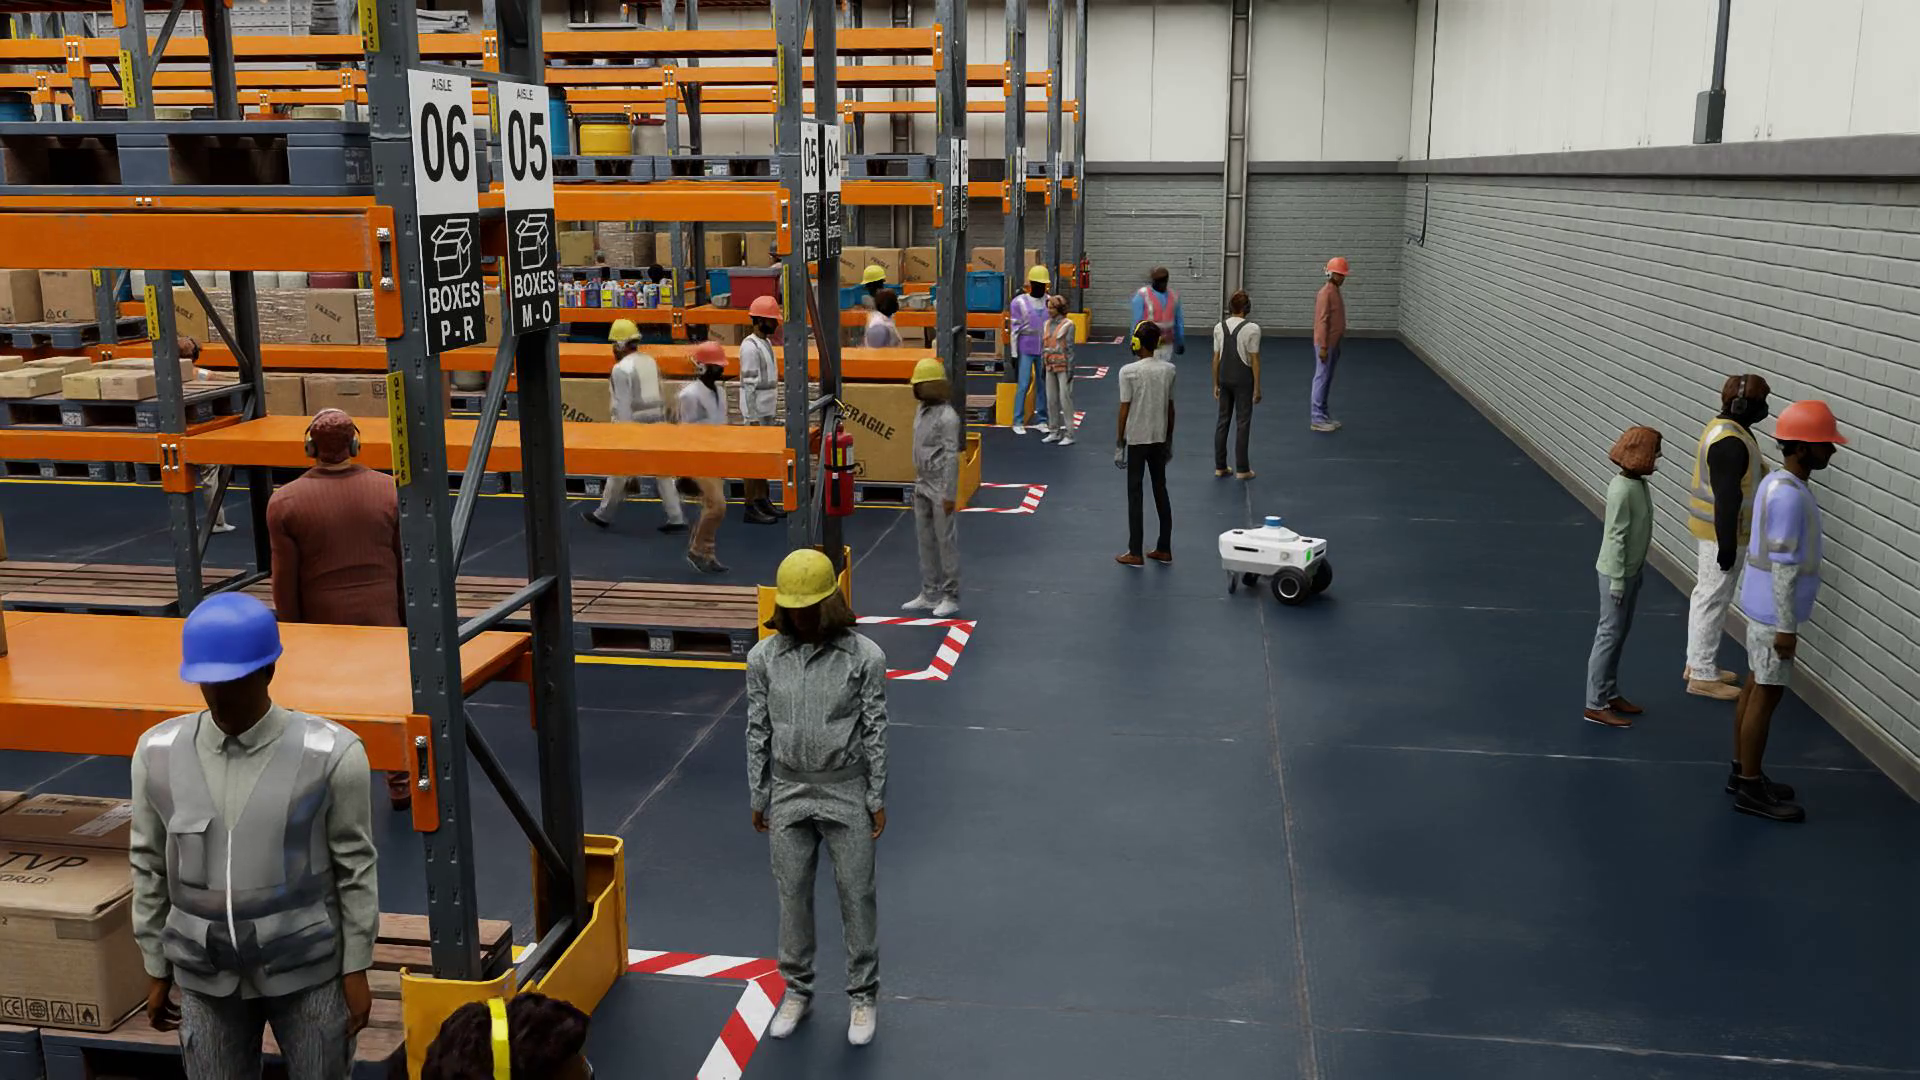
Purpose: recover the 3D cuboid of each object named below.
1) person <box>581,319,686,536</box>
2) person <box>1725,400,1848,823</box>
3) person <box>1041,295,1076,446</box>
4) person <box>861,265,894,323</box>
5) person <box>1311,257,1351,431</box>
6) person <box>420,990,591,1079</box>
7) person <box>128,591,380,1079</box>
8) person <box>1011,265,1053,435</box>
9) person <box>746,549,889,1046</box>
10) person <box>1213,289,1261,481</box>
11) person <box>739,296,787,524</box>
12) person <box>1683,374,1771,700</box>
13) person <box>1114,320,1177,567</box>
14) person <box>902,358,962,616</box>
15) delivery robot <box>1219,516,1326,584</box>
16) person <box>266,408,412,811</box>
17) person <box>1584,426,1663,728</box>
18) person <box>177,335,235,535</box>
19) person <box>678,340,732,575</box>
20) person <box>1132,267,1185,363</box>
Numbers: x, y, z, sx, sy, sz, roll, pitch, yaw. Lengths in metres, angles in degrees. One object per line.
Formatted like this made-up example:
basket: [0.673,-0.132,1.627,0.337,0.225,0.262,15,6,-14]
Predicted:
person: [-2.674,-0.911,13.591,0.966,1.776,0.610,6,14,25]
person: [3.802,0.316,7.675,0.363,1.939,0.542,5,13,20]
person: [1.082,-1.855,18.184,0.313,1.627,0.527,-9,15,-36]
person: [-0.924,-2.138,18.807,0.380,1.917,0.586,-3,13,-13]
person: [4.275,-2.259,19.191,0.401,1.986,0.612,6,14,26]
person: [-0.669,1.529,2.464,0.964,1.826,0.550,-5,13,-21]
person: [-1.786,1.071,4.250,0.605,1.948,0.384,-1,13,-4]
person: [0.860,-2.153,18.885,0.595,1.917,0.397,-5,13,-22]
person: [-0.488,0.872,5.644,0.489,1.731,0.320,1,13,7]
person: [2.677,-1.495,16.089,0.504,1.839,0.348,10,16,39]
person: [-1.661,-1.099,14.094,0.387,1.929,0.543,3,13,11]
person: [4.368,-0.030,9.460,0.429,1.842,0.633,5,13,22]
person: [1.409,-0.727,12.587,0.498,1.860,0.337,-6,14,-26]
person: [-0.174,-0.356,11.168,0.323,1.742,0.498,-8,15,-31]
delivery robot: [2.187,0.078,11.687,0.707,0.478,0.477,8,15,31]
person: [-2.802,0.347,7.612,0.640,1.908,0.409,-8,15,-31]
person: [3.583,0.189,8.965,0.279,1.627,0.501,9,15,34]
person: [-6.265,-0.850,13.623,0.522,1.640,0.306,1,13,4]
person: [-1.826,-0.597,12.243,0.378,1.735,0.595,4,13,18]
person: [2.419,-2.399,20.227,0.703,1.811,0.452,-6,14,-26]
